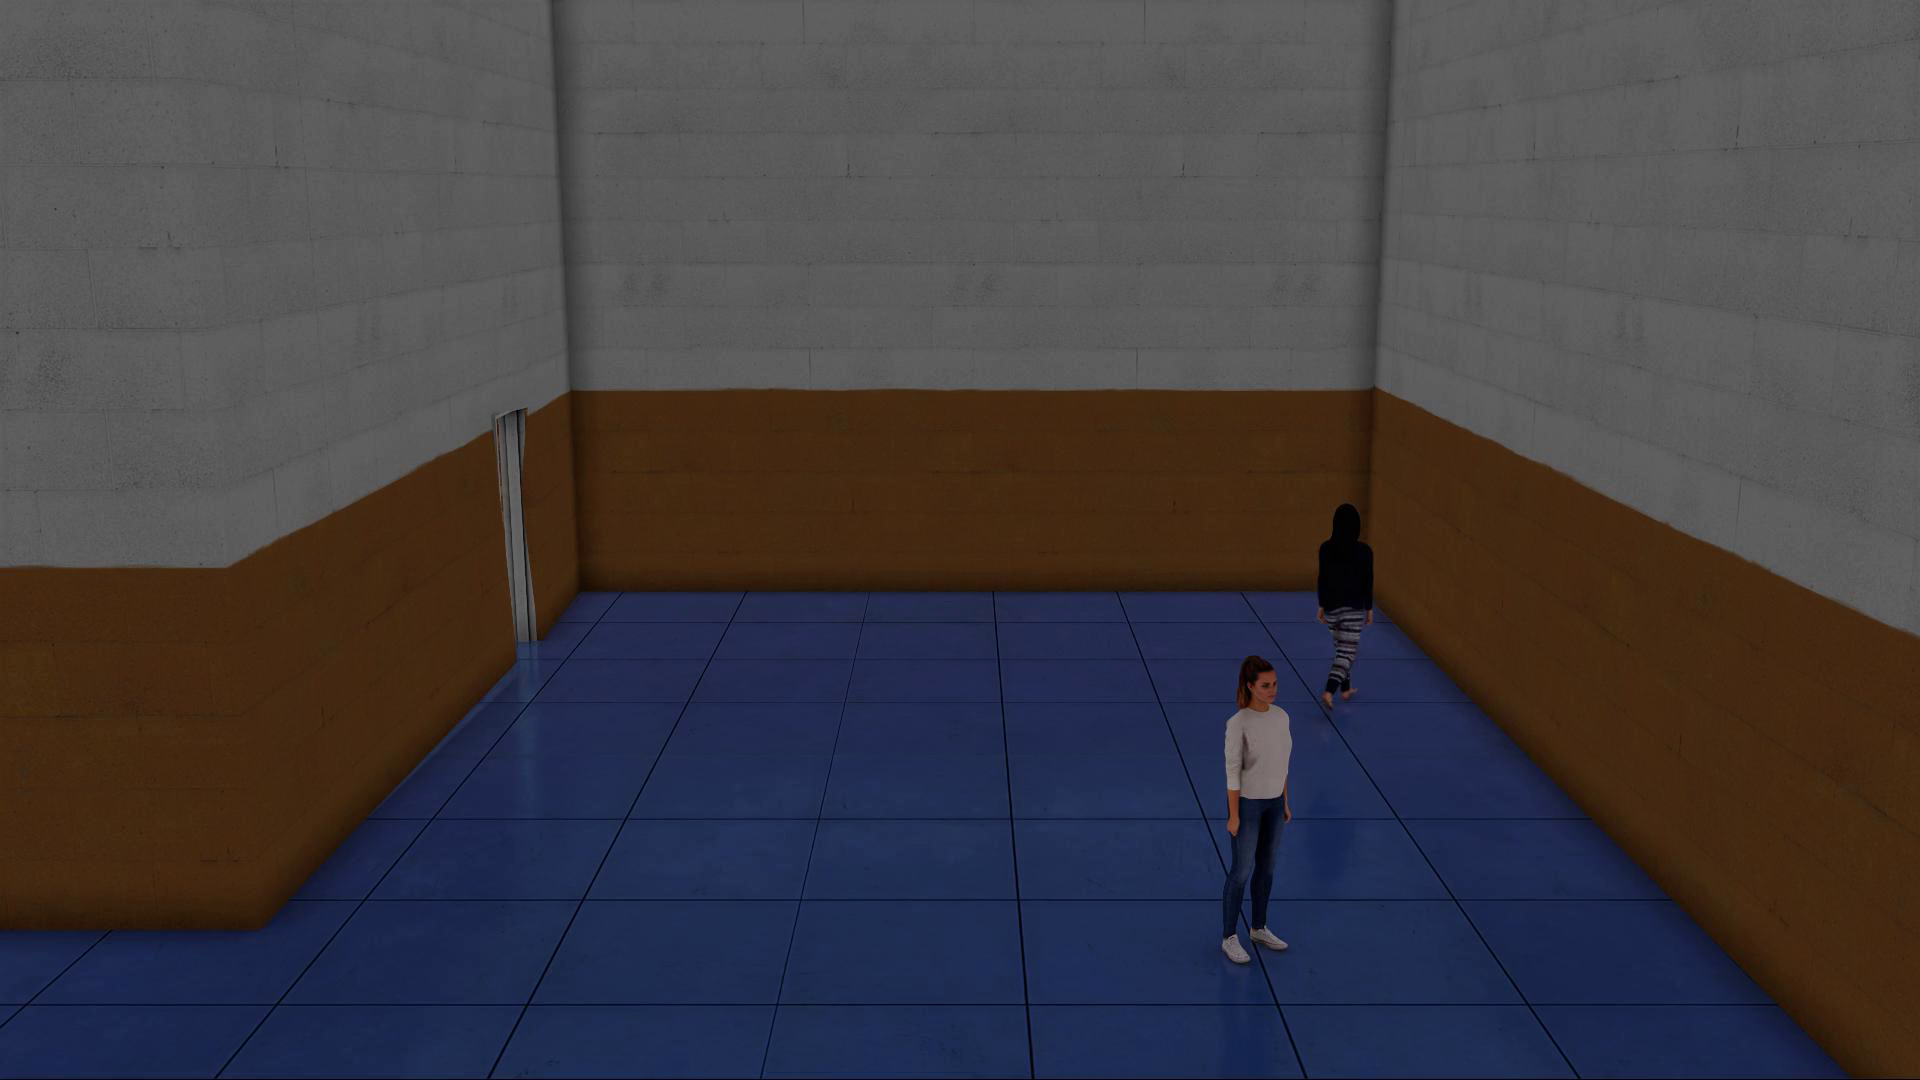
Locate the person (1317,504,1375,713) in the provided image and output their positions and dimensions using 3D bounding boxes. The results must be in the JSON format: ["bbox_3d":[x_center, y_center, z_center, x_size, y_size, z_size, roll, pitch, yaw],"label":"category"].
[{"bbox_3d":[3.153,0.580,13.703,1.077,1.704,1.036,8,14,33],"label":"person"}]

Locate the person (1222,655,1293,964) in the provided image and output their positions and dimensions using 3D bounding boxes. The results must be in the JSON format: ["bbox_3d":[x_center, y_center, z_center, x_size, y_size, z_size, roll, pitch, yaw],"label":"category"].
[{"bbox_3d":[1.657,1.494,9.325,0.650,1.720,0.753,-8,14,-33],"label":"person"}]
